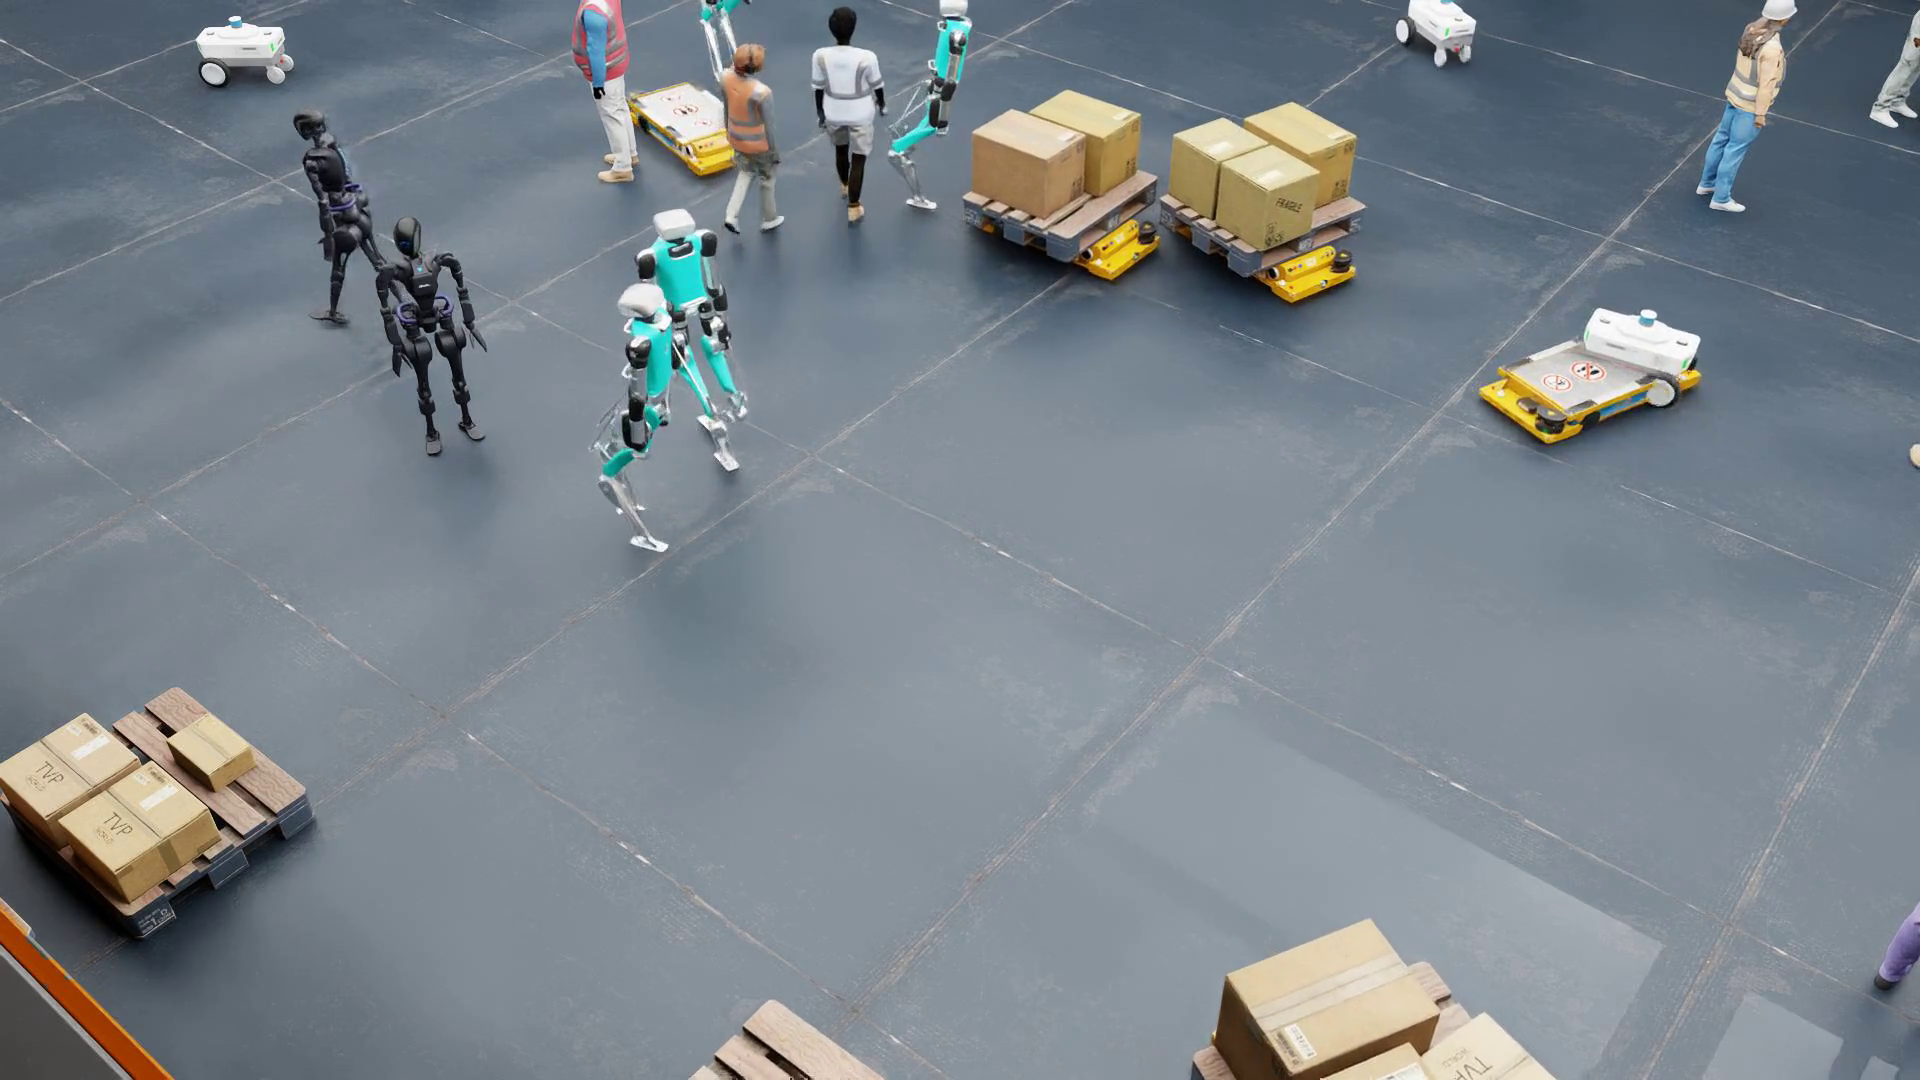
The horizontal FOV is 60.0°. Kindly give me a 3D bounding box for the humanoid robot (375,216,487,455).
[{"bbox_3d":[-3.329,-1.306,10.517,0.599,1.655,0.315,-20,44,-22],"label":"humanoid robot"}]

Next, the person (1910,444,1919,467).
[{"bbox_3d":[6.441,-0.933,10.064,0.513,1.714,0.820,-10,41,-11],"label":"person"}]

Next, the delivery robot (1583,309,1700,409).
[{"bbox_3d":[4.647,-1.294,11.374,0.784,0.589,0.499,22,45,24],"label":"delivery robot"}]

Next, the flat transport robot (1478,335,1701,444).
[{"bbox_3d":[4.316,-1.093,11.363,1.431,0.231,0.659,-20,44,-22],"label":"flat transport robot"}]

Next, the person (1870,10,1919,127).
[{"bbox_3d":[8.223,-4.354,14.071,0.485,1.734,0.347,-29,48,-29],"label":"person"}]

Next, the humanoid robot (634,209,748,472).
[{"bbox_3d":[-1.567,-1.135,10.287,0.538,1.766,0.853,-25,47,-27],"label":"humanoid robot"}]

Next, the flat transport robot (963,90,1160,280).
[{"bbox_3d":[0.785,-2.458,12.970,1.431,0.231,0.659,27,47,28],"label":"flat transport robot"}]

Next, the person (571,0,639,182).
[{"bbox_3d":[-2.859,-3.771,13.313,0.431,1.836,0.628,0,40,0],"label":"person"}]

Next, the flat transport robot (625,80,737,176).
[{"bbox_3d":[-2.293,-3.557,14.262,0.659,0.231,1.431,-25,46,-26],"label":"flat transport robot"}]

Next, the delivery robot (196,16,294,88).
[{"bbox_3d":[-6.520,-4.436,15.091,0.808,0.614,0.499,0,40,0],"label":"delivery robot"}]

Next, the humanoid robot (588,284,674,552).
[{"bbox_3d":[-2.011,-0.720,9.806,0.791,1.793,0.530,7,41,8],"label":"humanoid robot"}]

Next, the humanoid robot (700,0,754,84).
[{"bbox_3d":[-2.127,-4.913,14.693,0.536,1.759,0.735,-28,48,-29],"label":"humanoid robot"}]

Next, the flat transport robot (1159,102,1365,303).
[{"bbox_3d":[2.301,-2.301,12.785,0.659,0.231,1.431,-24,46,-26],"label":"flat transport robot"}]

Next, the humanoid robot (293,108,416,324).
[{"bbox_3d":[-4.361,-2.276,11.694,0.776,1.621,0.588,1,40,1],"label":"humanoid robot"}]

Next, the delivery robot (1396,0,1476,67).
[{"bbox_3d":[4.468,-4.803,15.522,0.499,0.614,0.815,-12,42,-14],"label":"delivery robot"}]

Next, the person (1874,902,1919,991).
[{"bbox_3d":[4.456,1.431,7.175,0.378,1.847,0.568,-22,45,-24],"label":"person"}]

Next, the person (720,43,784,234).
[{"bbox_3d":[-1.566,-3.020,12.587,0.535,1.606,0.520,23,45,25],"label":"person"}]

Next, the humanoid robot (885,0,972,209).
[{"bbox_3d":[-0.306,-3.314,12.884,0.785,1.830,0.533,-3,40,-4],"label":"humanoid robot"}]

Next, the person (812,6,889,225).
[{"bbox_3d":[-0.845,-3.322,12.902,0.548,1.666,0.679,10,41,12],"label":"person"}]

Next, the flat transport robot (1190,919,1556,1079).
[{"bbox_3d":[1.717,2.551,7.077,0.659,0.231,1.431,-16,43,-18],"label":"flat transport robot"}]

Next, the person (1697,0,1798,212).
[{"bbox_3d":[6.125,-3.413,12.965,0.362,1.731,0.495,-2,40,-2],"label":"person"}]
